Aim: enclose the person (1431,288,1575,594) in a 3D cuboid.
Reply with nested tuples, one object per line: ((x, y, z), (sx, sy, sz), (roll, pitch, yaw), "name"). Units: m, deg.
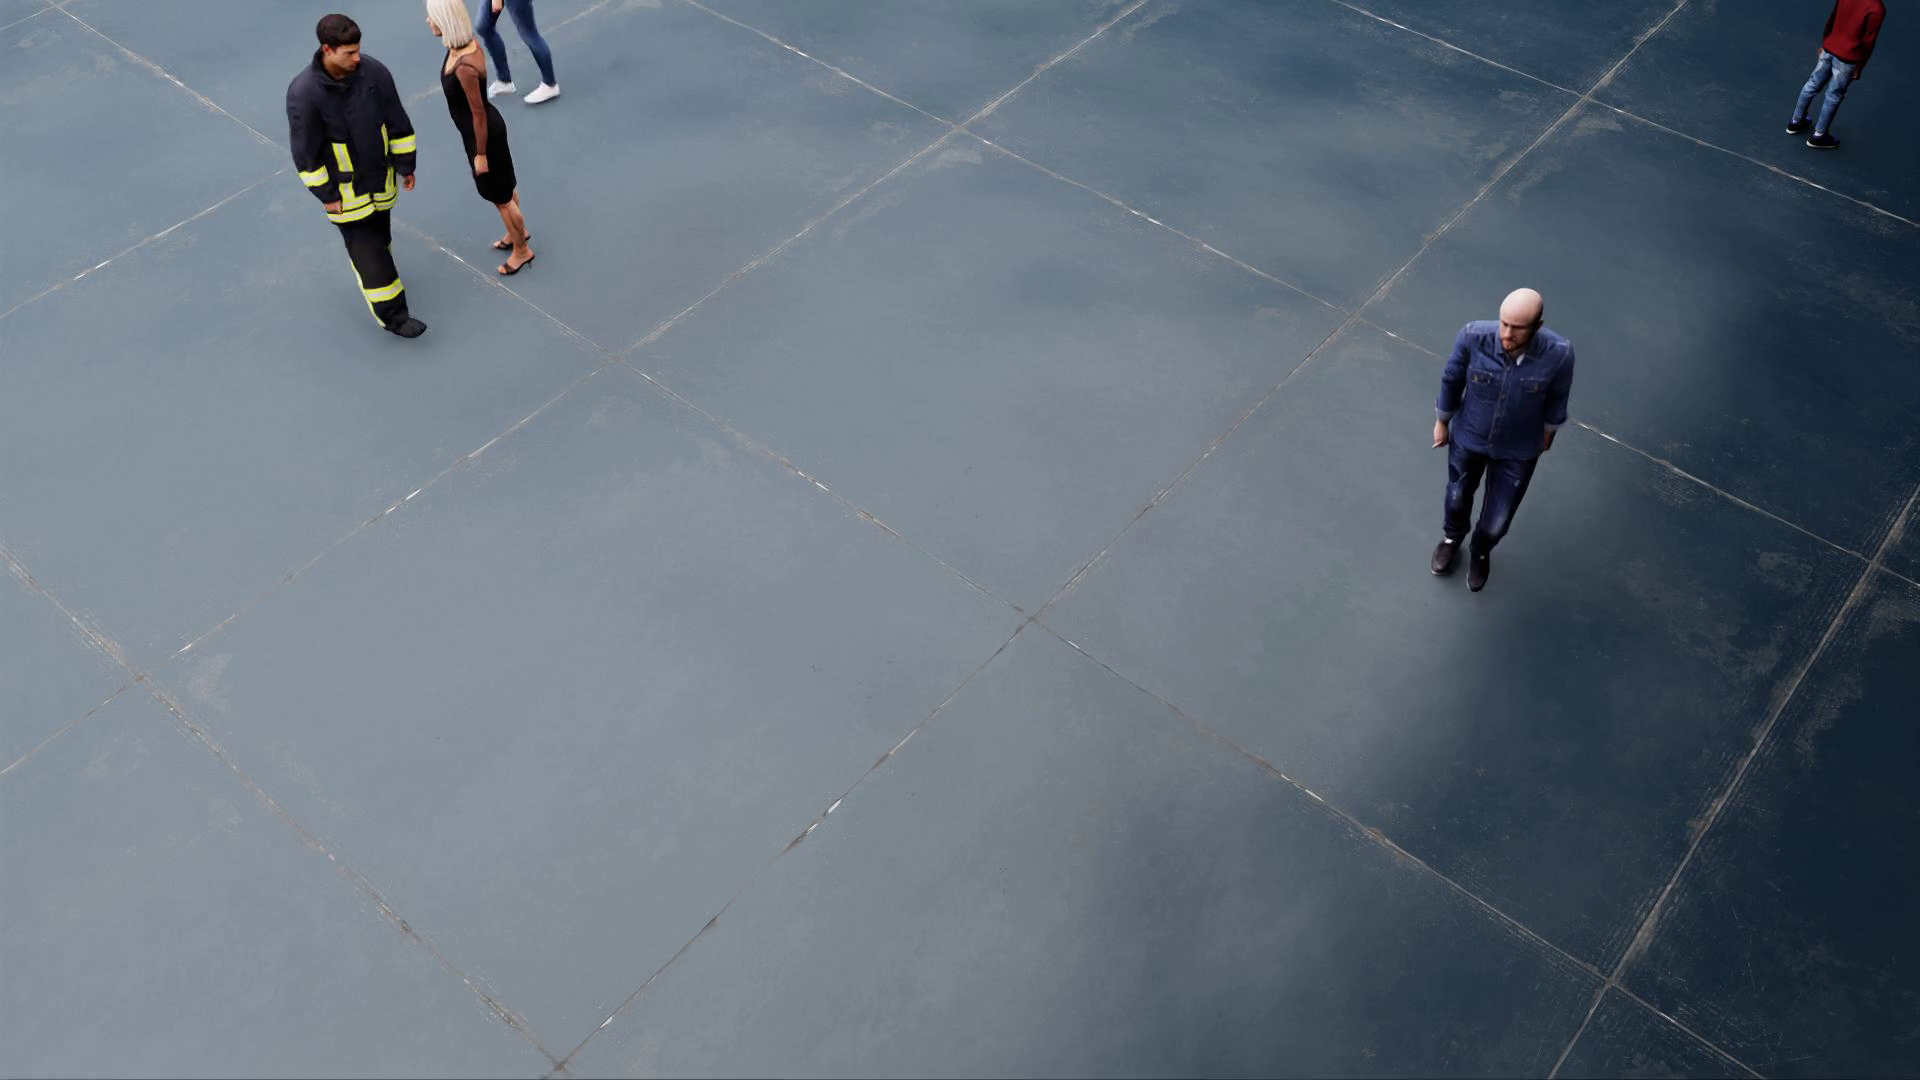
((2.491, -0.507, 7.690), (0.794, 1.799, 0.747), (19, 50, 17), "person")

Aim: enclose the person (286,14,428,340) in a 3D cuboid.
((-3.325, -2.051, 9.078), (1.039, 1.858, 0.893), (-32, 55, -26), "person")

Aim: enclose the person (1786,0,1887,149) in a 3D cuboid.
((5.540, -3.068, 10.428), (0.601, 1.256, 0.578), (-18, 50, -16), "person")

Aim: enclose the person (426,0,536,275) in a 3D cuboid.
((-2.677, -2.272, 9.358), (0.704, 1.746, 0.677), (-10, 48, -9), "person")

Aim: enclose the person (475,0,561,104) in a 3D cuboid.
((-2.807, -3.566, 10.584), (0.790, 1.703, 0.672), (-28, 53, -24), "person")
